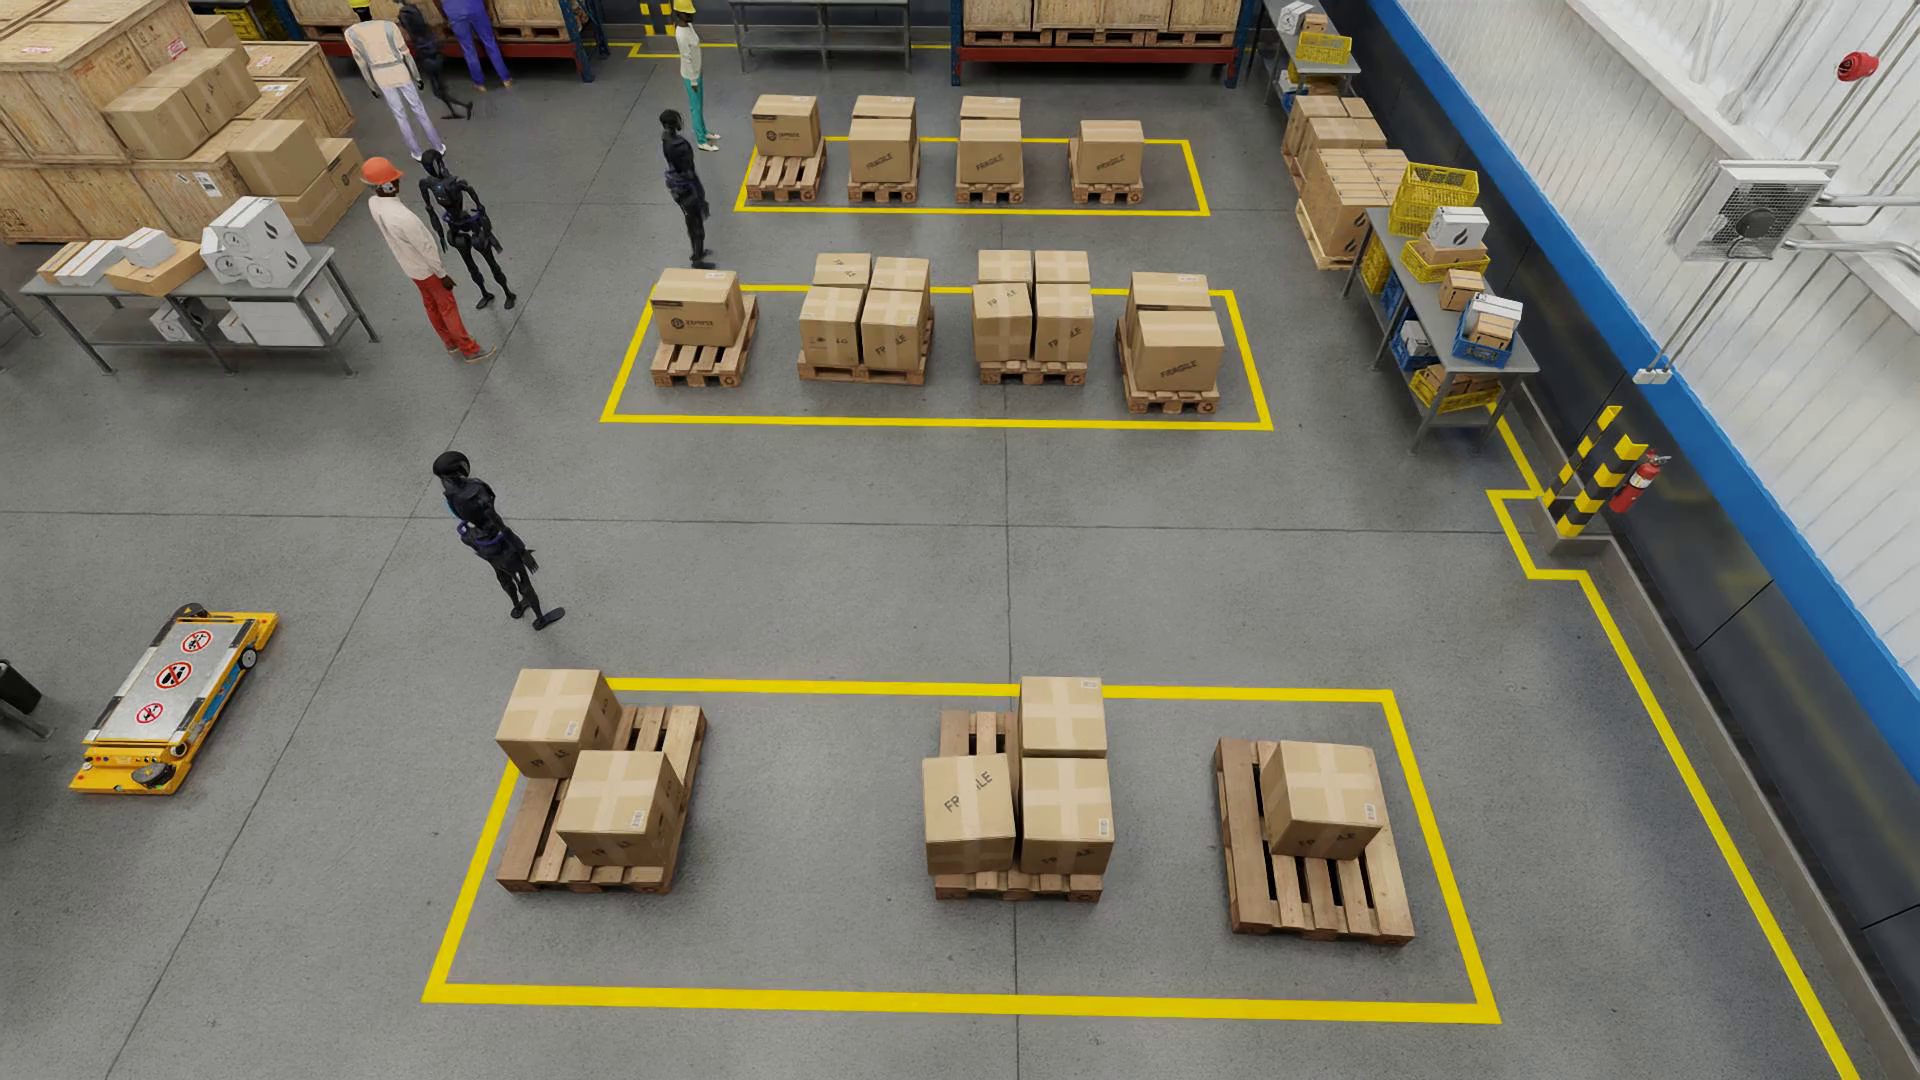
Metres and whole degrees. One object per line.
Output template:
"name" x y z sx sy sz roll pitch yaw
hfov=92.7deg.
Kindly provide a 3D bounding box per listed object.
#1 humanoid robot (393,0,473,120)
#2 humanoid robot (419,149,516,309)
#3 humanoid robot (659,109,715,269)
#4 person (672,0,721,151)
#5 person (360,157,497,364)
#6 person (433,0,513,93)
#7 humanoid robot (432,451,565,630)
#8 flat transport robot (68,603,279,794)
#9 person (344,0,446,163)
"humanoid robot" -6.735 -6.182 11.679 0.473 1.632 0.589 -9 50 -7
"humanoid robot" -4.836 -3.011 8.984 0.616 1.657 0.310 1 50 1
"humanoid robot" -2.831 -3.619 9.503 0.324 1.652 0.624 -31 57 -24
"person" -3.236 -5.703 11.213 0.326 1.765 0.524 -2 50 -2
"person" -4.882 -2.505 8.357 0.609 1.994 0.376 28 55 22
"person" -6.598 -7.070 12.190 0.681 2.000 0.537 -21 53 -17
"humanoid robot" -3.252 0.001 6.435 0.586 1.657 0.327 25 54 20
"flat transport robot" -5.504 1.072 6.442 0.652 0.197 1.431 1 50 1
"person" -6.775 -5.518 10.950 0.592 1.924 0.379 -24 54 -19
